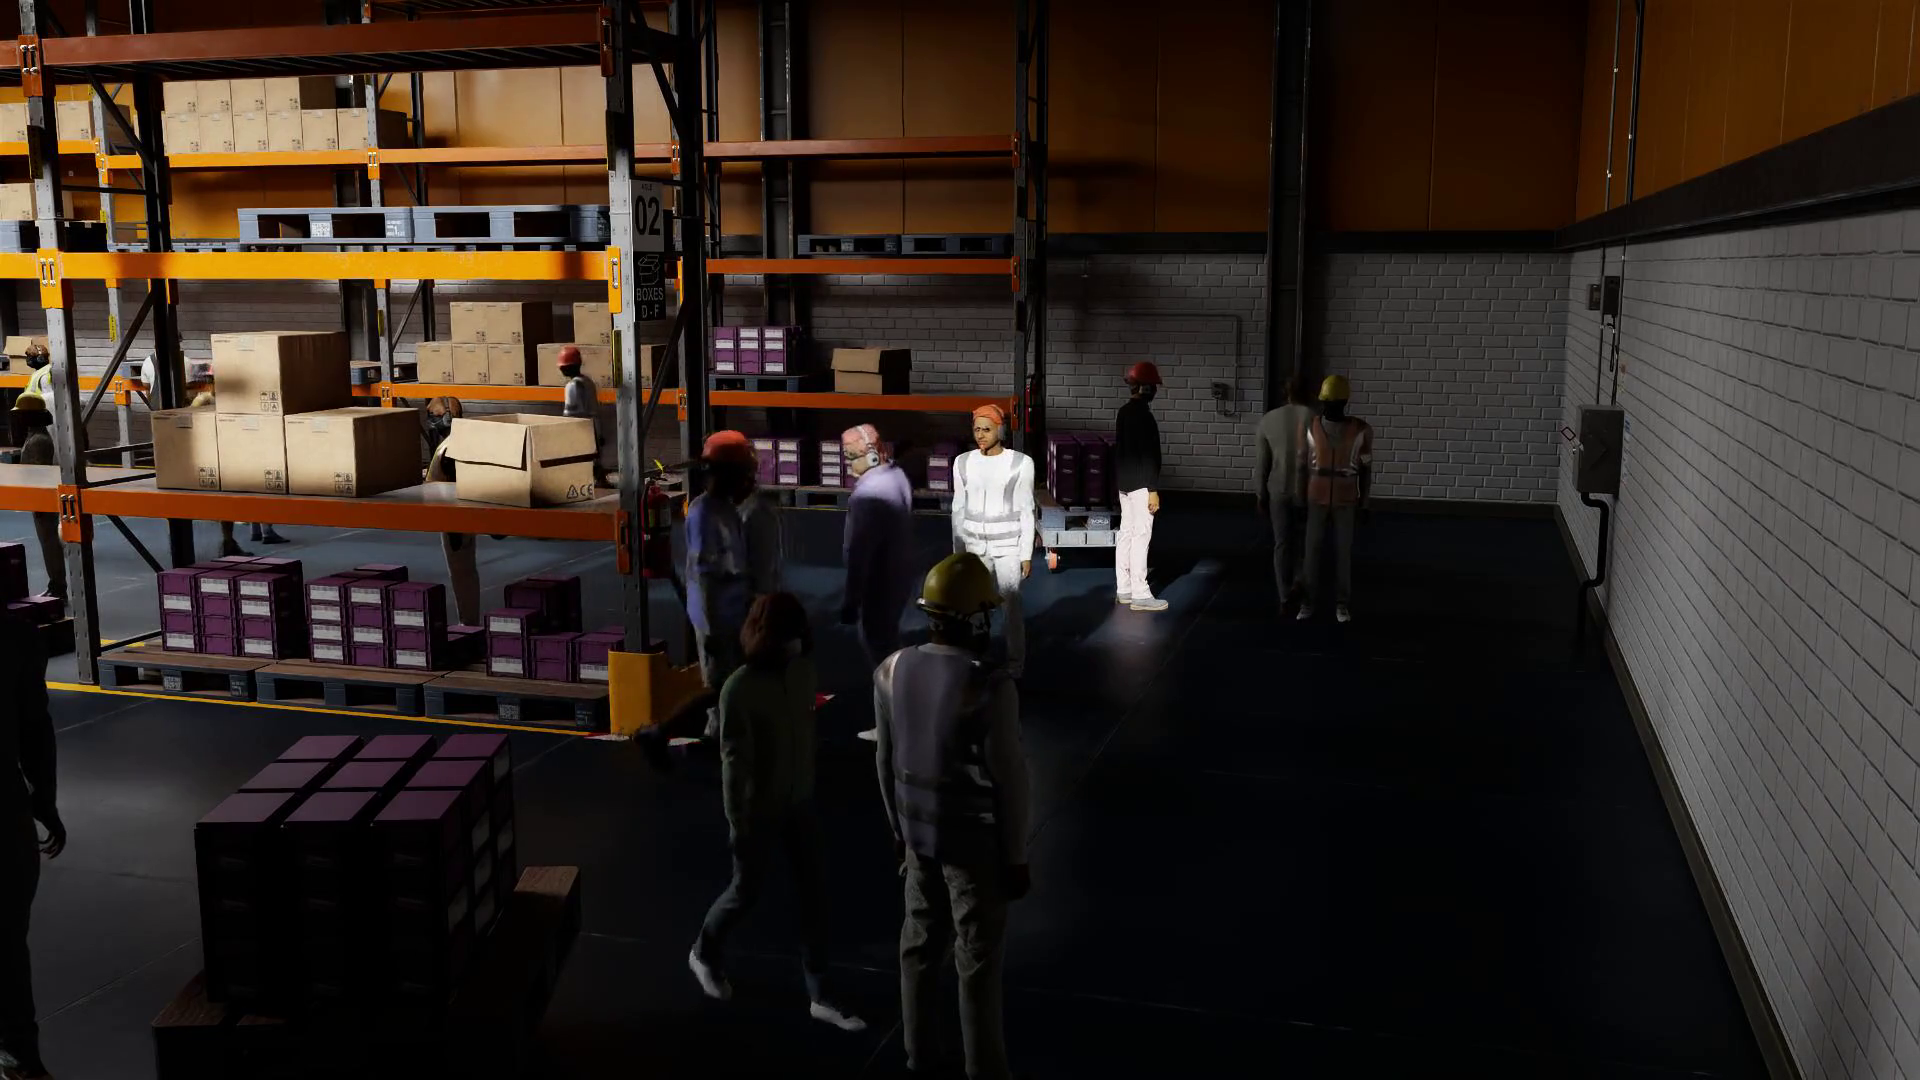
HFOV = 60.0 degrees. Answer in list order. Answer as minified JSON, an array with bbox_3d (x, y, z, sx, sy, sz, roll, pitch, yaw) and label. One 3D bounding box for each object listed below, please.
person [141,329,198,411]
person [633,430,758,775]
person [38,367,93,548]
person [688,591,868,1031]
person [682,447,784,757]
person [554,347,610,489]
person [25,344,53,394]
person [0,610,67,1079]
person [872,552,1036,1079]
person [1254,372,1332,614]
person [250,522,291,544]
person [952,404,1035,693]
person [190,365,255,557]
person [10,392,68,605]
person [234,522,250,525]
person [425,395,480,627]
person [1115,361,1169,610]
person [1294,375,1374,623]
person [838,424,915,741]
[{"bbox_3d":[-9.613,-1.618,20.425,0.688,2.000,0.538,2,10,12],"label":"person"},{"bbox_3d":[-1.302,0.374,8.711,0.746,1.910,0.562,1,9,8],"label":"person"},{"bbox_3d":[-8.694,-0.791,16.009,0.602,1.844,0.606,-2,9,-10],"label":"person"},{"bbox_3d":[-0.714,0.961,6.061,0.789,1.600,0.505,7,12,38],"label":"person"},{"bbox_3d":[-1.262,0.353,9.111,0.671,1.808,0.614,-5,10,-26],"label":"person"},{"bbox_3d":[-4.156,-1.130,17.914,0.971,1.888,0.553,1,9,7],"label":"person"},{"bbox_3d":[-10.855,-1.400,19.742,0.429,1.837,0.624,-6,11,-33],"label":"person"},{"bbox_3d":[-3.197,0.913,5.309,0.358,1.938,0.636,8,12,41],"label":"person"},{"bbox_3d":[0.002,0.947,5.417,0.586,1.835,0.403,8,12,40],"label":"person"},{"bbox_3d":[2.641,-0.370,13.165,0.648,1.919,0.432,3,10,16],"label":"person"},{"bbox_3d":[-6.918,-0.845,16.557,0.532,1.765,0.330,9,13,44],"label":"person"},{"bbox_3d":[0.213,0.068,10.658,0.577,1.878,0.345,4,10,24],"label":"person"},{"bbox_3d":[-7.100,-0.754,15.659,0.867,1.889,0.612,2,10,13],"label":"person"},{"bbox_3d":[-7.457,-0.328,13.467,0.295,1.743,0.493,-5,11,-28],"label":"person"},{"bbox_3d":[-7.651,-1.087,17.788,0.329,1.842,0.515,4,10,22],"label":"person"},{"bbox_3d":[-3.621,-0.118,11.922,0.428,1.837,0.626,-2,10,-13],"label":"person"},{"bbox_3d":[1.445,-0.437,13.369,0.376,1.995,0.611,-3,10,-18],"label":"person"},{"bbox_3d":[2.876,-0.316,12.847,0.588,1.923,0.383,2,10,13],"label":"person"},{"bbox_3d":[-0.468,0.264,9.487,0.402,1.874,0.676,2,10,13],"label":"person"}]
